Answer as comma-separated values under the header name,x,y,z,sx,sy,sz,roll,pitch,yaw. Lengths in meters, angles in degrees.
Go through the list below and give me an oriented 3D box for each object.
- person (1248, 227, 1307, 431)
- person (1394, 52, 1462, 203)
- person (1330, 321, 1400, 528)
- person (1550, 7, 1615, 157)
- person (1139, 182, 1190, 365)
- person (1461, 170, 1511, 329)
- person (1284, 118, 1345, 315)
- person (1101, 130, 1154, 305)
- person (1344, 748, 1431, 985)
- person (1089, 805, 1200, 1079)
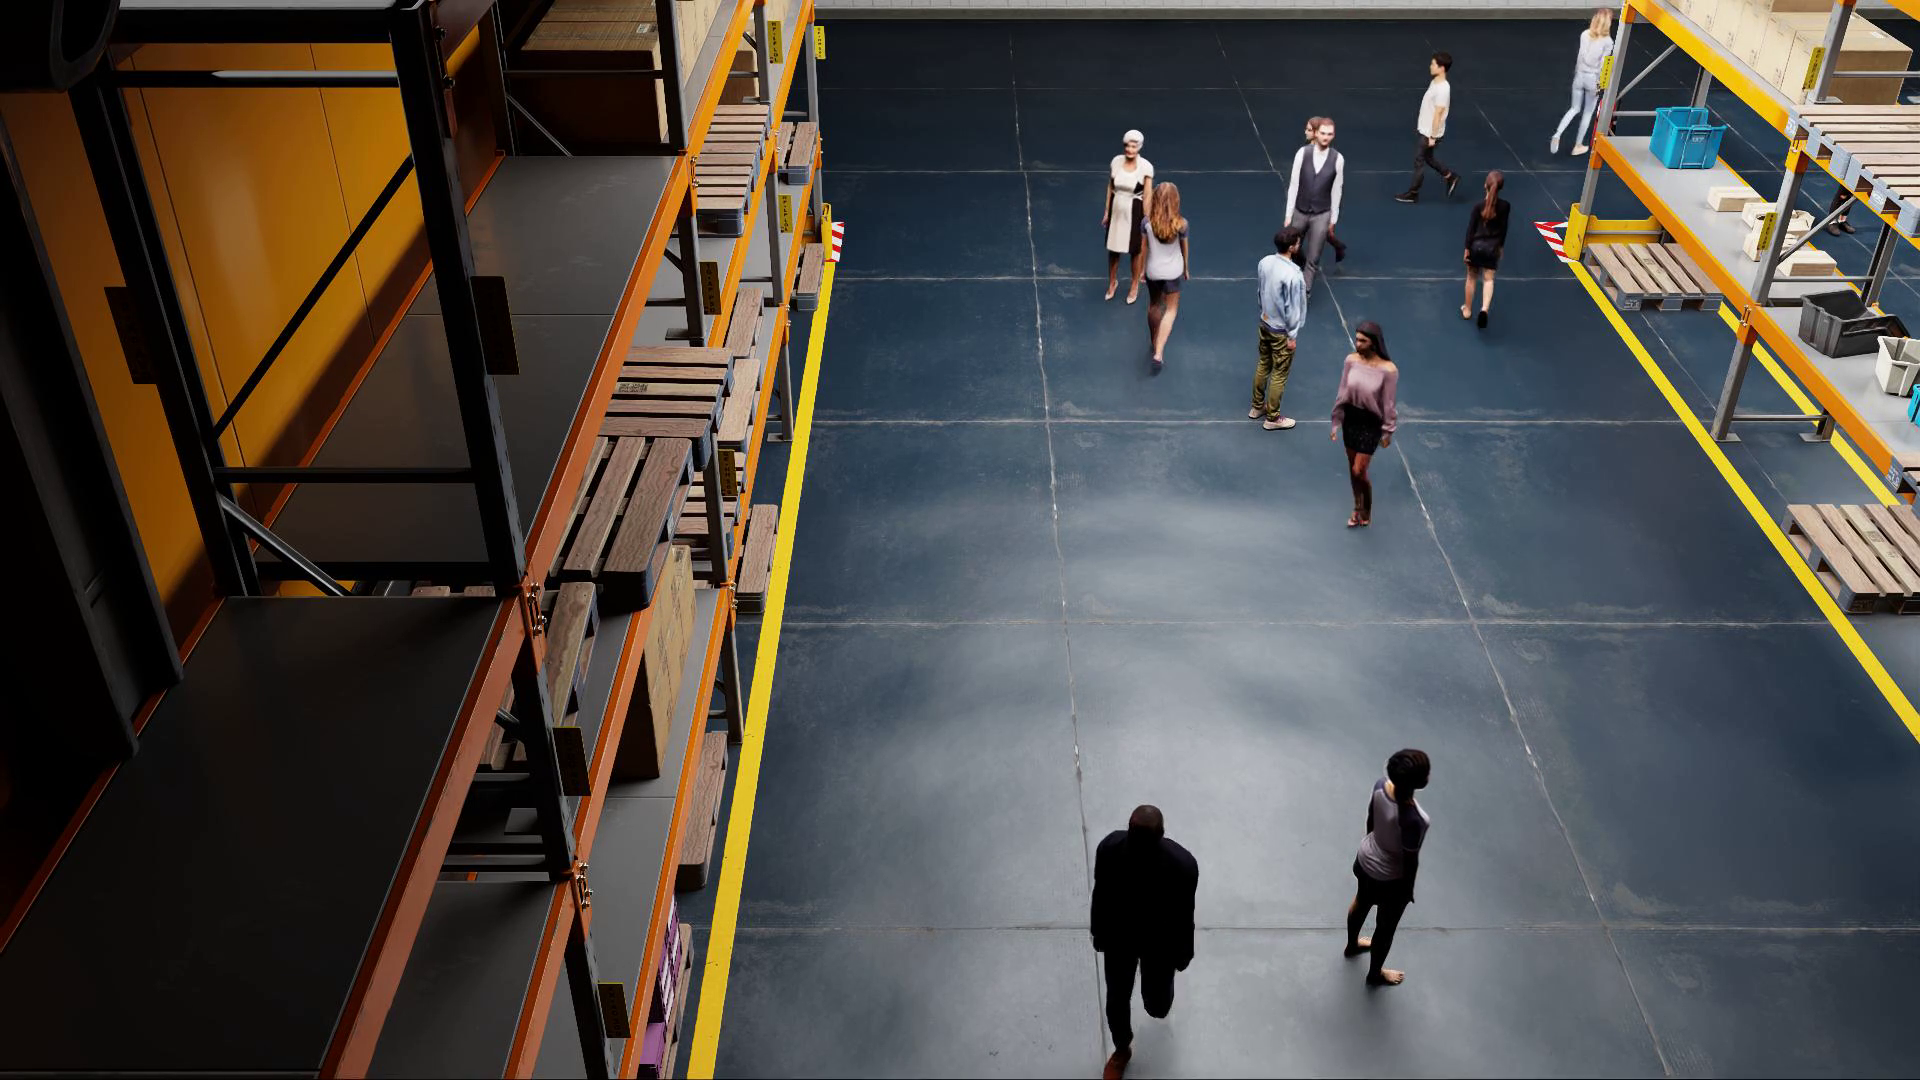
name,x,y,z,sx,sy,sz,roll,pitch,yaw
person,2.719,-1.818,14.234,0.811,1.811,0.652,-13,36,-19
person,5.300,-4.555,18.446,0.782,1.707,0.912,4,34,6
person,3.146,-0.897,12.865,0.760,1.792,0.813,24,40,31
person,7.335,-5.365,19.594,0.995,1.785,0.997,-21,39,-29
person,1.866,-2.409,15.213,0.823,1.710,1.025,12,35,17
person,5.024,-2.761,15.893,0.638,1.544,0.935,5,34,8
person,3.426,-3.198,16.207,0.839,1.924,1.054,9,35,14
person,1.662,-3.179,16.337,0.710,1.749,0.710,18,38,25
person,2.339,1.755,9.081,0.692,1.565,0.565,-11,35,-16
person,0.956,1.997,8.503,0.907,1.801,1.044,13,36,19
